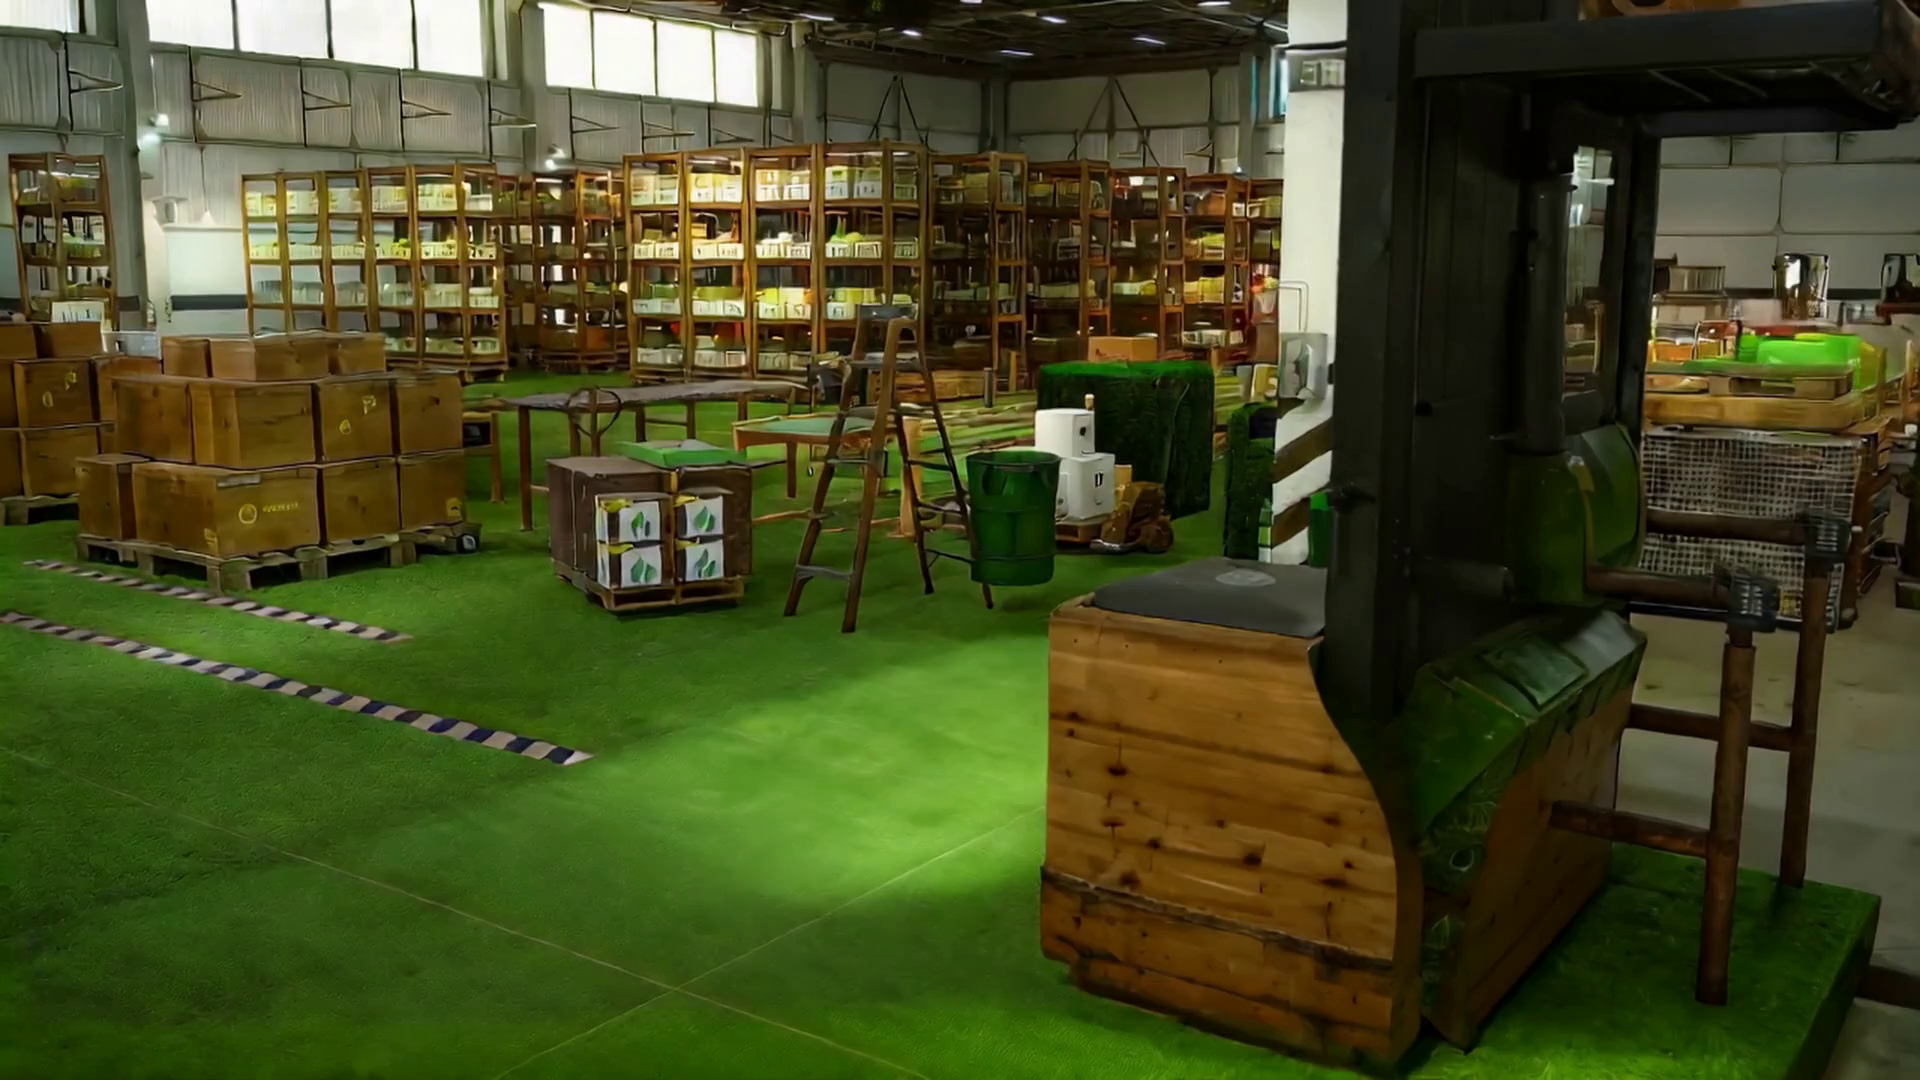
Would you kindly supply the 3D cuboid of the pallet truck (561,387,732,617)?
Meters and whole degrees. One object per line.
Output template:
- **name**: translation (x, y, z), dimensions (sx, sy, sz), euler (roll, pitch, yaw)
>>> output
- **pallet truck**: translation (-1.981, -0.274, 10.088), dimensions (0.680, 1.201, 1.601), euler (-5, 11, -28)

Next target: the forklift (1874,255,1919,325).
- **forklift**: translation (22.089, -5.634, 38.796), dimensions (1.157, 1.987, 2.680), euler (6, 11, 33)

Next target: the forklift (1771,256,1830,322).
- **forklift**: translation (20.253, -5.854, 40.139), dimensions (1.157, 1.987, 2.680), euler (7, 12, 35)

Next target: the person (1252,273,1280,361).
- **person**: translation (5.630, -3.964, 30.386), dimensions (0.640, 1.783, 0.787), euler (4, 10, 22)

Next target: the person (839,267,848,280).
- **person**: translation (-2.815, -5.217, 37.548), dimensions (1.111, 1.906, 0.621), euler (5, 11, 26)

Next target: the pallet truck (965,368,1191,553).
- **pallet truck**: translation (0.845, -0.609, 11.869), dimensions (1.630, 1.274, 0.653), euler (7, 12, 35)

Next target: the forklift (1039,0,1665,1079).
- **forklift**: translation (1.249, -0.137, 4.360), dimensions (1.873, 2.768, 1.129), euler (7, 12, 35)
